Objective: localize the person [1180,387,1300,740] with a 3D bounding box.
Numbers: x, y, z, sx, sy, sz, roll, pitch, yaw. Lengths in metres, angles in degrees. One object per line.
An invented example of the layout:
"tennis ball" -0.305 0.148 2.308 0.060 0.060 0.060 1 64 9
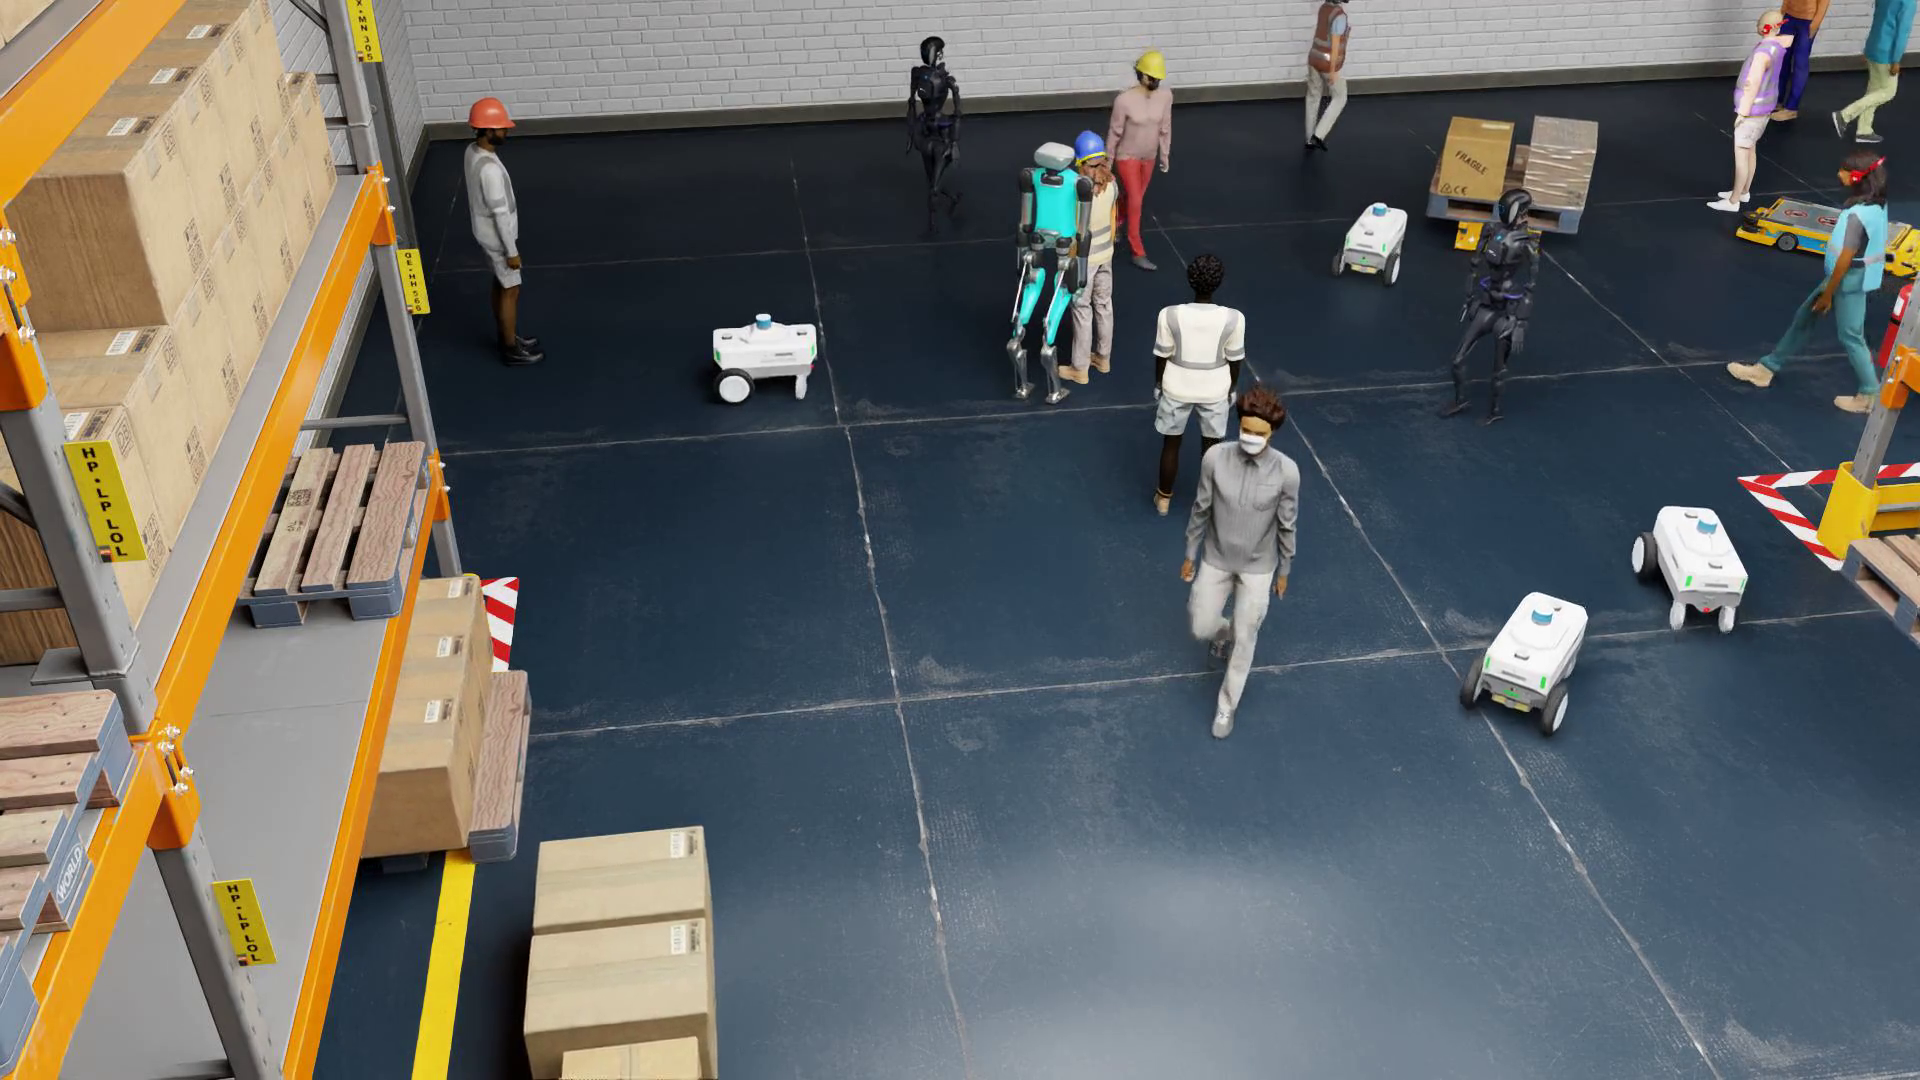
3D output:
"person" 1.390 0.077 8.253 0.553 1.885 0.596 12 35 17

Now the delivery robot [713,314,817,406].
"delivery robot" -1.359 -1.290 11.542 0.733 0.566 0.503 -4 33 -6

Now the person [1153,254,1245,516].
"person" 1.405 -0.895 9.924 0.535 1.692 0.319 3 33 5

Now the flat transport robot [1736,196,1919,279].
"flat transport robot" 7.232 -2.497 13.678 1.431 0.231 0.659 23 40 31

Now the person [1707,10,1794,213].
"person" 6.736 -3.646 14.143 0.357 1.684 0.486 23 40 31

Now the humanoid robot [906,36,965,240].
"humanoid robot" -0.145 -3.349 13.726 0.599 1.638 0.717 25 40 33

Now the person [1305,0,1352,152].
"person" 3.405 -4.380 15.278 0.390 1.674 0.404 -18 37 -25

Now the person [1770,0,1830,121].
"person" 8.131 -5.076 16.080 0.404 1.972 0.519 -11 35 -16

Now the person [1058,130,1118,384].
"person" 0.872 -1.939 11.442 0.481 1.775 0.316 -28 42 -35

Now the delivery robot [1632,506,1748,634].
"delivery robot" 4.160 0.126 9.404 0.499 0.601 0.805 3 33 5

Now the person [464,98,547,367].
"person" -3.191 -2.132 11.610 0.388 1.926 0.546 -16 36 -23

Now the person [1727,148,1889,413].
"person" 5.907 -1.752 11.126 1.014 1.809 0.586 16 36 23

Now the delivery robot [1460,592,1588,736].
"delivery robot" 2.976 0.616 8.661 0.499 0.609 0.807 21 38 28

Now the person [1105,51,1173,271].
"person" 1.375 -3.079 13.231 0.523 1.724 0.811 -17 37 -24

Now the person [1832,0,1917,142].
"person" 8.569 -4.550 15.484 0.499 1.726 0.583 1 33 2

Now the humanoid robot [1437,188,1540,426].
"humanoid robot" 3.504 -1.492 10.855 0.420 1.648 0.583 -17 37 -25

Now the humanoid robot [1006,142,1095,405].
"humanoid robot" 0.541 -1.721 11.122 0.540 1.751 0.706 15 36 22

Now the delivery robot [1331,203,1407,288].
"delivery robot" 3.296 -2.369 13.237 0.499 0.612 0.815 15 36 22

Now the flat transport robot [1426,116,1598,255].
"flat transport robot" 4.596 -2.762 14.085 0.659 0.231 1.431 11 35 16
